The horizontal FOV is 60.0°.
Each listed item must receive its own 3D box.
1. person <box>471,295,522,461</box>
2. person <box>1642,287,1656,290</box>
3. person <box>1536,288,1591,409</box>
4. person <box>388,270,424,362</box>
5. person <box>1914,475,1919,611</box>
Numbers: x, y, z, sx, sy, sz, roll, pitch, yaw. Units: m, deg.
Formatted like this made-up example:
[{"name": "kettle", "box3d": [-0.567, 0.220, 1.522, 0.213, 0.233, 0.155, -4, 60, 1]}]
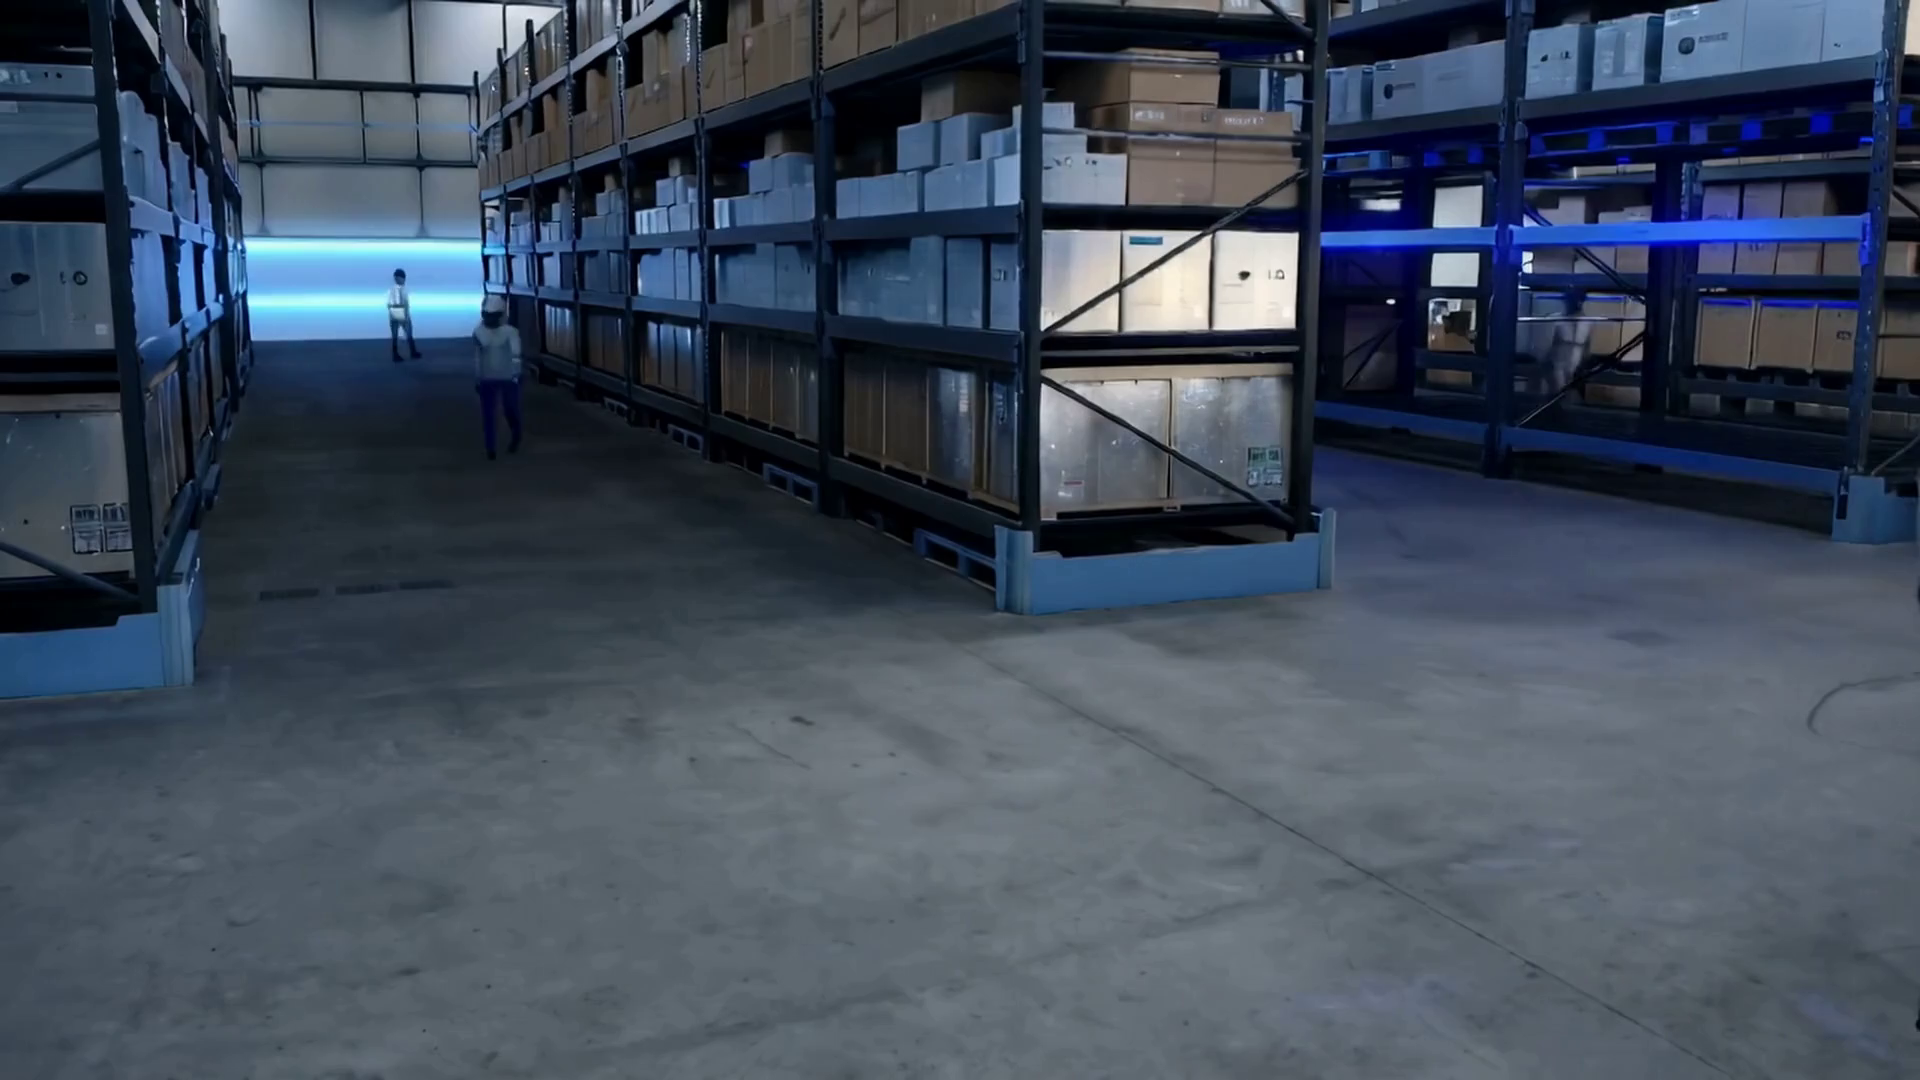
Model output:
[{"name": "person", "box3d": [-4.887, -1.733, 17.654, 0.534, 1.735, 0.687, 0, 9, -3]}, {"name": "person", "box3d": [13.977, -4.541, 33.964, 0.607, 1.901, 0.953, -5, 11, -29]}, {"name": "person", "box3d": [6.857, -1.986, 19.028, 0.618, 1.799, 0.912, -3, 10, -18]}, {"name": "person", "box3d": [-11.721, -4.720, 35.059, 0.567, 1.895, 0.916, 4, 10, 21]}, {"name": "person", "box3d": [3.659, 0.104, 5.787, 0.621, 2.022, 0.631, -9, 13, -42]}]
